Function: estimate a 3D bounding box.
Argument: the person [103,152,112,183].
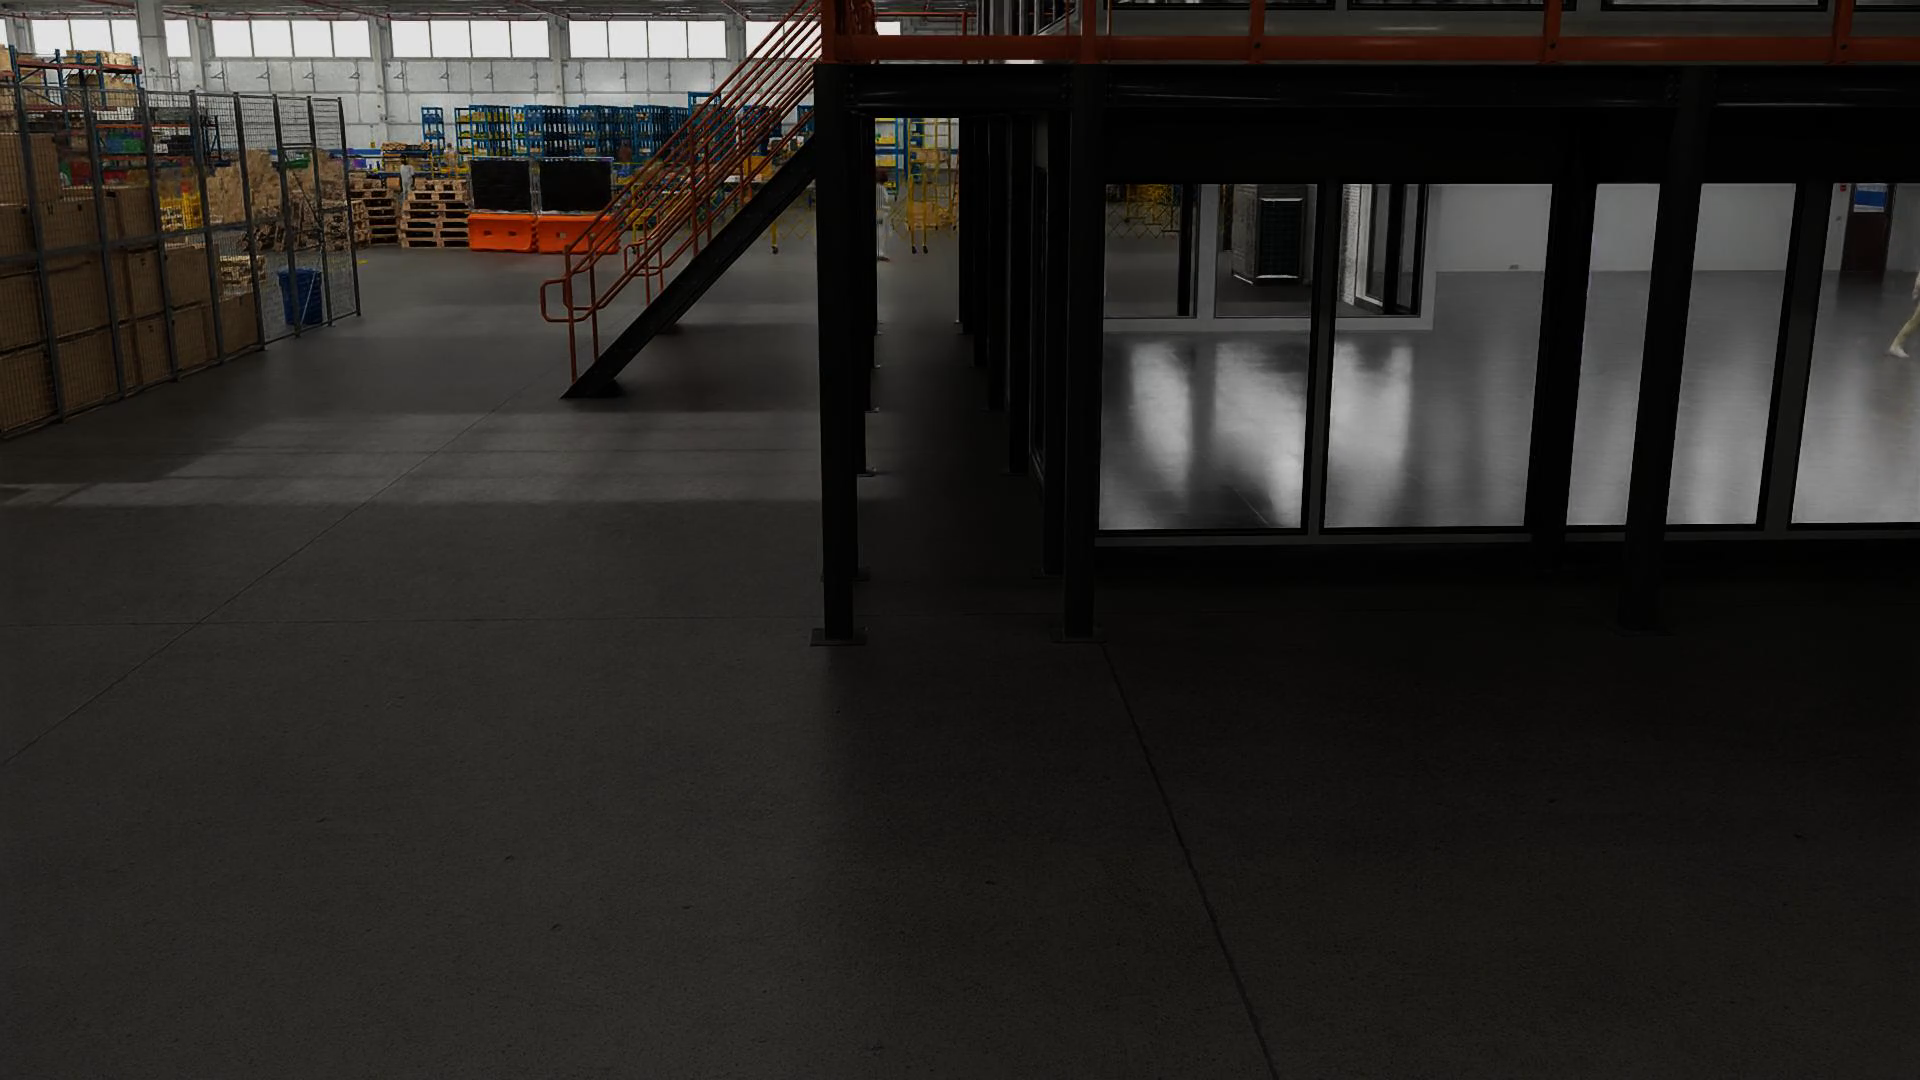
[{"bbox_3d":[-35.500,-15.361,69.278,0.510,1.618,0.572,7,16,26],"label":"person"}]

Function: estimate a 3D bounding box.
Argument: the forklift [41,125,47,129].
[{"bbox_3d":[-38.471,-16.032,69.410,1.129,2.768,1.873,-1,14,-3],"label":"forklift"}]

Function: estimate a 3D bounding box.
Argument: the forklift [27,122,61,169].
[{"bbox_3d":[-35.376,-14.773,64.377,1.129,2.768,1.873,-1,14,-2],"label":"forklift"}]

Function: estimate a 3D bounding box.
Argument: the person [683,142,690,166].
[{"bbox_3d":[-13.848,-19.225,84.307,0.469,1.832,0.566,1,14,5],"label":"person"}]

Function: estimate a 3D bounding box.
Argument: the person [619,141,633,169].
[{"bbox_3d":[-15.897,-18.019,79.256,0.655,1.933,1.040,-2,14,-9],"label":"person"}]

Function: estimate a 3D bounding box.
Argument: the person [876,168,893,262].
[{"bbox_3d":[-1.581,-6.543,33.532,0.444,1.868,0.603,2,14,9],"label":"person"}]

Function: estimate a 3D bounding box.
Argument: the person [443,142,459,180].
[{"bbox_3d":[-24.235,-17.974,79.178,0.680,1.889,0.504,-5,15,-19],"label":"person"}]

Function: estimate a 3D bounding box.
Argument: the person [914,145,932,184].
[{"bbox_3d":[-1.684,-17.413,77.158,0.915,1.788,0.607,-11,18,-38],"label":"person"}]

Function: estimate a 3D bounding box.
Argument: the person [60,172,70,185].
[{"bbox_3d":[-20.494,-7.641,37.577,0.689,2.000,0.539,-1,14,-5],"label":"person"}]

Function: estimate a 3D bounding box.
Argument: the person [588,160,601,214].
[{"bbox_3d":[-10.135,-9.653,46.175,0.316,1.769,0.525,-5,15,-19],"label":"person"}]

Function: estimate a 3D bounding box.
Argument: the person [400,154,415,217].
[{"bbox_3d":[-16.395,-10.489,49.309,0.535,1.868,0.309,6,15,22],"label":"person"}]
